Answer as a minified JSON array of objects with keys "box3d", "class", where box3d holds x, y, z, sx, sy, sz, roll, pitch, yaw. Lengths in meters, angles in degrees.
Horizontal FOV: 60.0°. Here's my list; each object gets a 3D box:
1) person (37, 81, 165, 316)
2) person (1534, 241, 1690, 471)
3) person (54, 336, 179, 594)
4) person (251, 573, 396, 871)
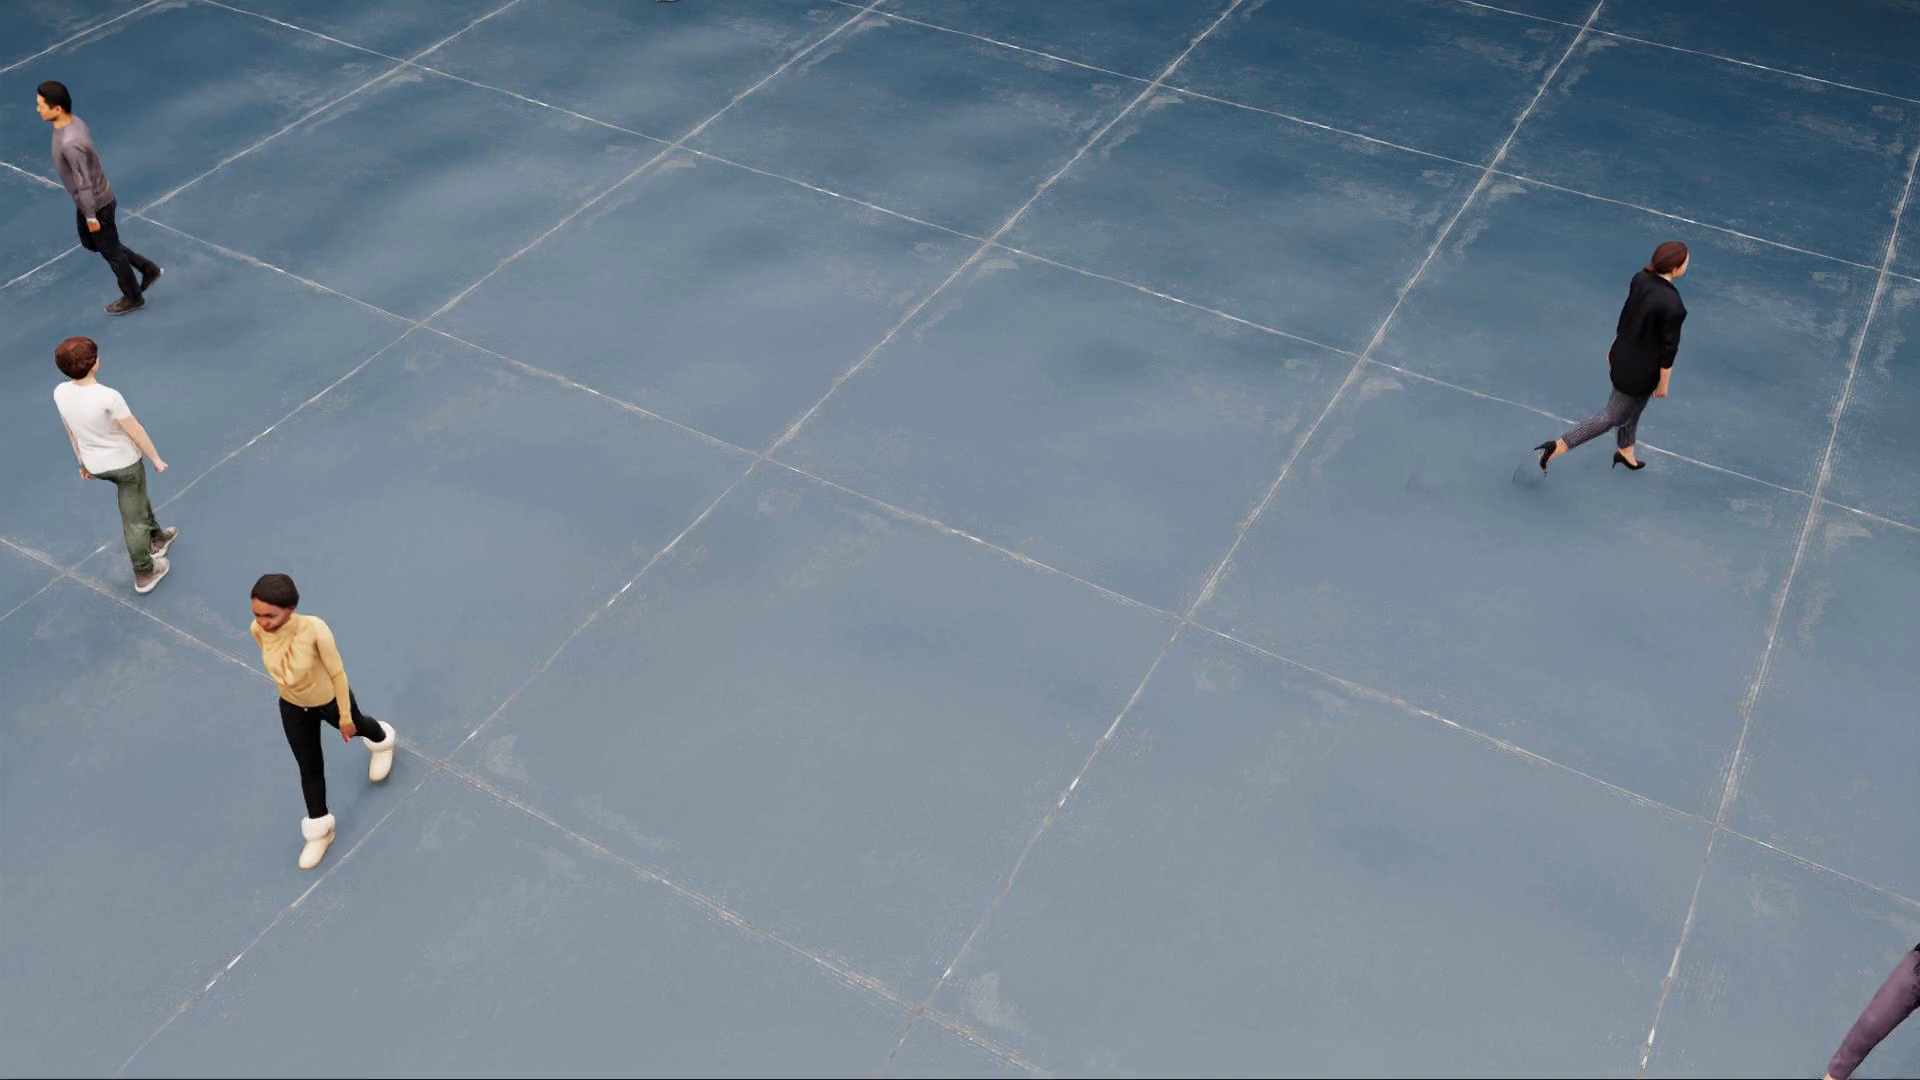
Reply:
[{"box3d":[-5.921,-2.370,11.524,0.865,1.764,0.818,-27,49,-27],"class":"person"},{"box3d":[4.020,-1.029,10.100,1.088,1.692,1.090,-6,43,-6],"class":"person"},{"box3d":[-4.832,-0.377,9.424,0.742,1.636,0.864,7,43,7],"class":"person"},{"box3d":[-3.127,0.738,8.212,0.914,1.616,1.214,5,42,5],"class":"person"}]
